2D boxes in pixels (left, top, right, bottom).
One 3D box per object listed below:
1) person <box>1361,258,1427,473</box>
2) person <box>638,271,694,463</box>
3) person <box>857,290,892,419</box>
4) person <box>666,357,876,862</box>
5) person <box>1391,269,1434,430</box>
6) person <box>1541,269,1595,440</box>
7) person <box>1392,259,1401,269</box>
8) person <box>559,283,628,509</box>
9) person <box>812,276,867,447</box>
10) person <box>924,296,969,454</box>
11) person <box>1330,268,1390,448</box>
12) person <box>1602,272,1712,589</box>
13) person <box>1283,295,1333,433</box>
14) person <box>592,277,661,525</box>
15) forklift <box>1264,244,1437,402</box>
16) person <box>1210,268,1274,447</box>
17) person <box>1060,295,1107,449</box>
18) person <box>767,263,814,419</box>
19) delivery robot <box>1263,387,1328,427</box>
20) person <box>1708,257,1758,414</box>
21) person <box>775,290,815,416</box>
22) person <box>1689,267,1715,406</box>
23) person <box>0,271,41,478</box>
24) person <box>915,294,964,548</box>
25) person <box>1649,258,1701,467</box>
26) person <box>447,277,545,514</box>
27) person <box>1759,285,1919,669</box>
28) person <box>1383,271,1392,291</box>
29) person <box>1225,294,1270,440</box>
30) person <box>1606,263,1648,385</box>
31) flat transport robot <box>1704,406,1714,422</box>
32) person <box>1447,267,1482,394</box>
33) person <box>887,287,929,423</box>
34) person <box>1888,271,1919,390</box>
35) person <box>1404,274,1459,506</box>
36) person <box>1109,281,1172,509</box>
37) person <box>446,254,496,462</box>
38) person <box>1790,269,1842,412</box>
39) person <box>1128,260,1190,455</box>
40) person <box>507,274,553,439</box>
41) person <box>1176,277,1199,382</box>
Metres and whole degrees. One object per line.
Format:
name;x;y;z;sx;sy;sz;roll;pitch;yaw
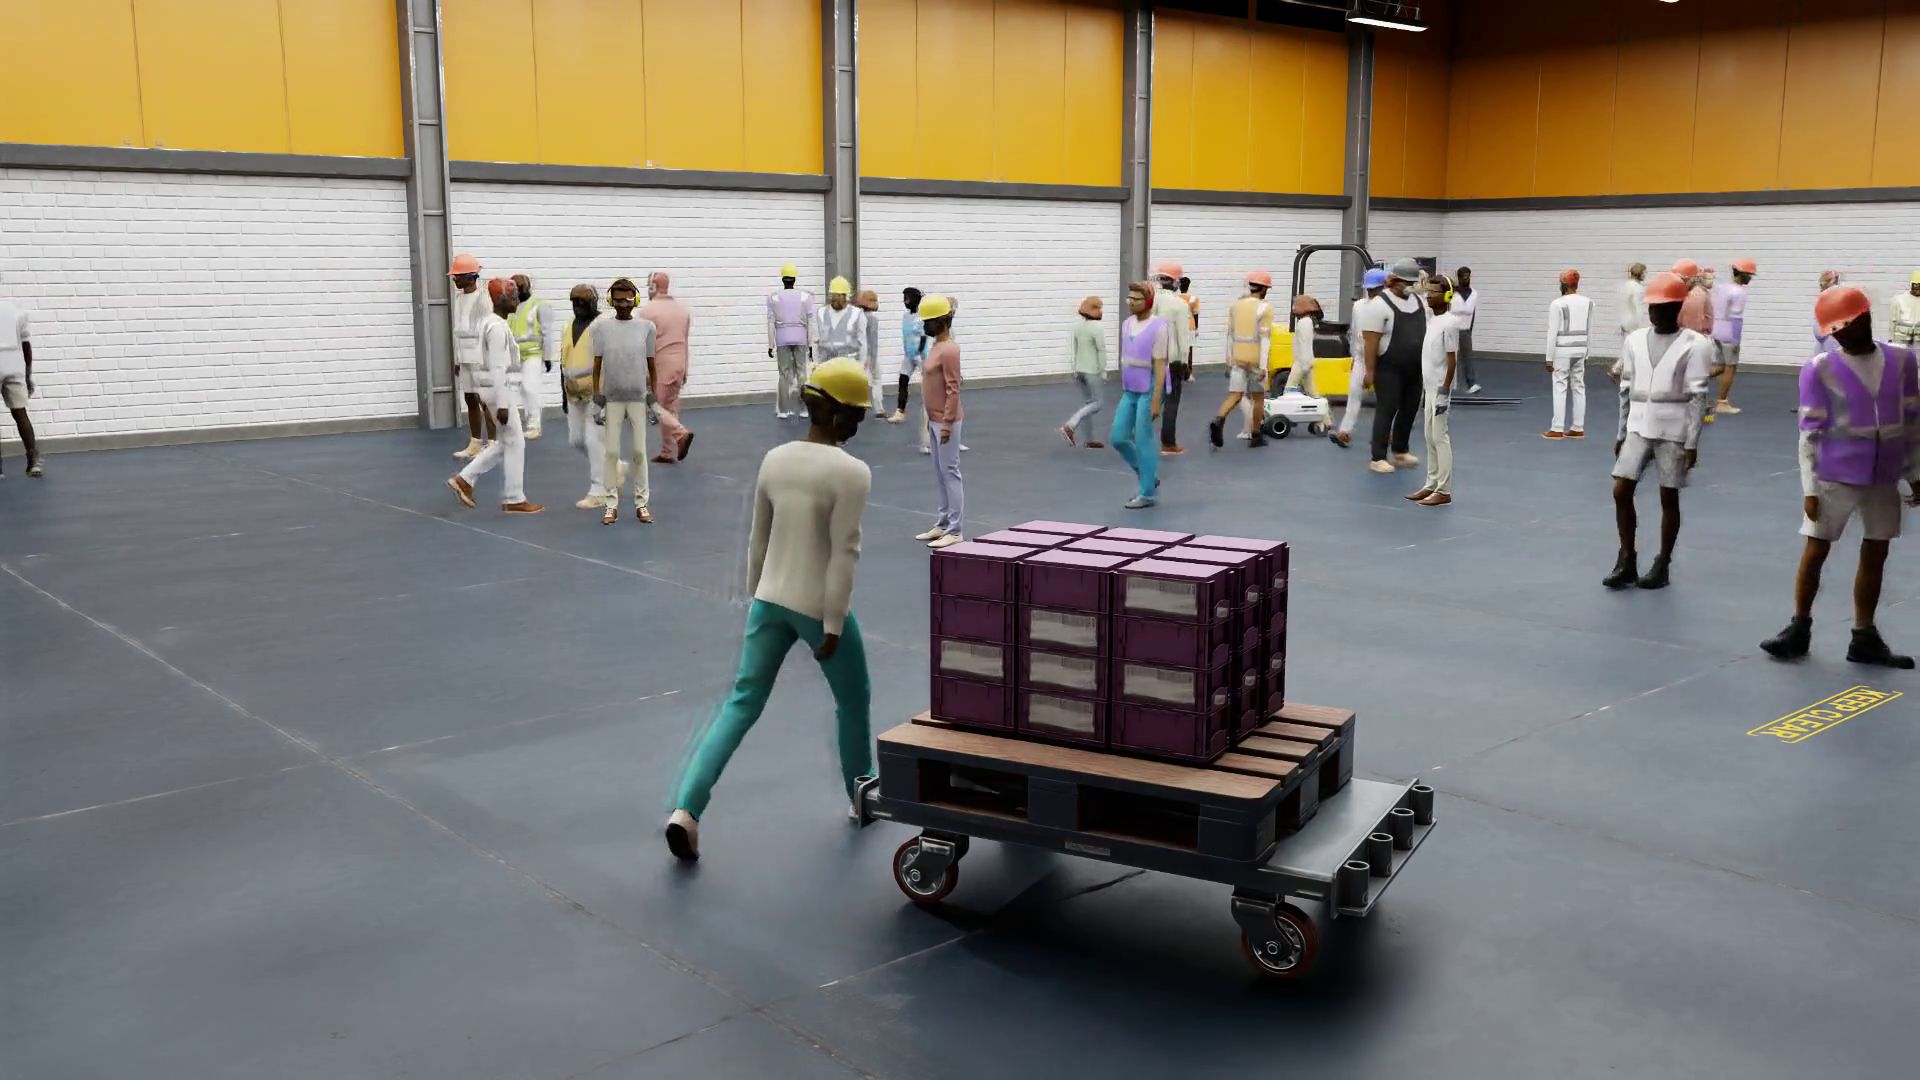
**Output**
person;4.141;-1.669;15.714;0.843;2.000;0.632;-6;11;-32
person;-2.805;-1.646;16.043;0.632;1.886;0.641;6;12;33
person;-1.193;-2.273;20.514;0.725;1.608;0.508;-8;12;-38
person;-0.597;0.227;5.651;0.544;1.693;1.000;8;12;38
person;5.378;-2.226;19.462;0.829;1.879;0.650;-6;11;-30
person;6.709;-2.038;18.349;0.577;1.880;0.355;-3;10;-19
person;7.368;-3.721;27.911;0.587;1.971;0.648;-8;13;-41
person;-2.933;-1.174;13.495;0.672;1.812;0.616;6;12;33
person;-1.278;-1.913;17.796;0.603;1.813;0.590;3;10;16
person;-0.104;-1.674;16.963;0.622;1.609;0.561;-1;10;-8
person;4.290;-1.884;17.412;0.621;1.882;1.019;9;13;42
person;4.148;-0.633;9.986;0.649;1.919;0.570;-8;13;-41
person;3.859;-1.979;18.852;0.829;1.592;0.505;4;10;20
person;-2.530;-1.047;12.590;0.511;1.865;0.329;-3;10;-15
forklift;5.256;-2.933;22.661;2.313;2.155;1.214;3;10;16
person;2.982;-1.882;17.387;0.554;1.898;0.844;8;13;41
person;1.312;-1.733;17.312;0.561;1.615;0.530;-5;11;-27
person;-2.111;-2.468;20.714;0.585;1.929;0.371;-2;10;-10
delivery robot;3.740;-1.472;18.605;0.707;0.478;0.477;0;9;-5
person;9.720;-2.585;21.191;0.717;2.004;0.674;0;10;0
person;-2.032;-2.382;21.196;0.833;1.580;0.503;-6;12;-33
person;9.728;-2.688;22.141;0.673;1.887;0.673;2;10;10
person;-8.784;-1.540;15.183;0.368;1.965;0.637;7;12;35
person;-0.144;-0.827;11.609;0.327;1.760;0.523;-2;10;-13
person;6.937;-1.710;16.078;0.378;1.995;0.622;-2;10;-10
person;-3.646;-1.115;12.989;0.635;1.863;0.594;-3;10;-18
person;4.403;-0.300;8.180;0.673;1.885;0.388;0;10;2
person;6.654;-3.235;25.408;0.678;1.879;1.019;-1;10;-8
person;3.172;-1.872;18.133;0.526;1.618;0.595;-4;10;-22
person;10.258;-3.258;25.359;0.447;1.920;0.632;2;10;10
flat transport robot;8.822;-1.634;20.678;0.652;0.197;1.431;1;10;8
person;7.366;-3.089;24.559;0.605;1.858;1.021;-2;10;-14
person;-0.477;-2.255;20.277;0.850;1.655;0.532;-8;13;-40
person;13.228;-2.821;23.105;0.596;1.825;0.403;4;11;24
person;3.867;-1.216;13.544;0.325;1.876;0.524;0;10;-2
person;1.453;-1.158;13.339;0.452;1.827;0.592;-5;11;-28
person;-4.809;-1.784;16.382;0.614;2.039;0.385;8;13;41
person;11.277;-2.545;21.367;0.919;1.864;0.657;1;10;7
person;2.043;-1.834;16.852;0.564;1.977;0.626;-7;12;-37
person;-4.826;-2.012;18.358;0.655;1.820;0.580;5;11;26
person;3.607;-3.402;26.885;0.531;1.694;0.320;4;11;24
